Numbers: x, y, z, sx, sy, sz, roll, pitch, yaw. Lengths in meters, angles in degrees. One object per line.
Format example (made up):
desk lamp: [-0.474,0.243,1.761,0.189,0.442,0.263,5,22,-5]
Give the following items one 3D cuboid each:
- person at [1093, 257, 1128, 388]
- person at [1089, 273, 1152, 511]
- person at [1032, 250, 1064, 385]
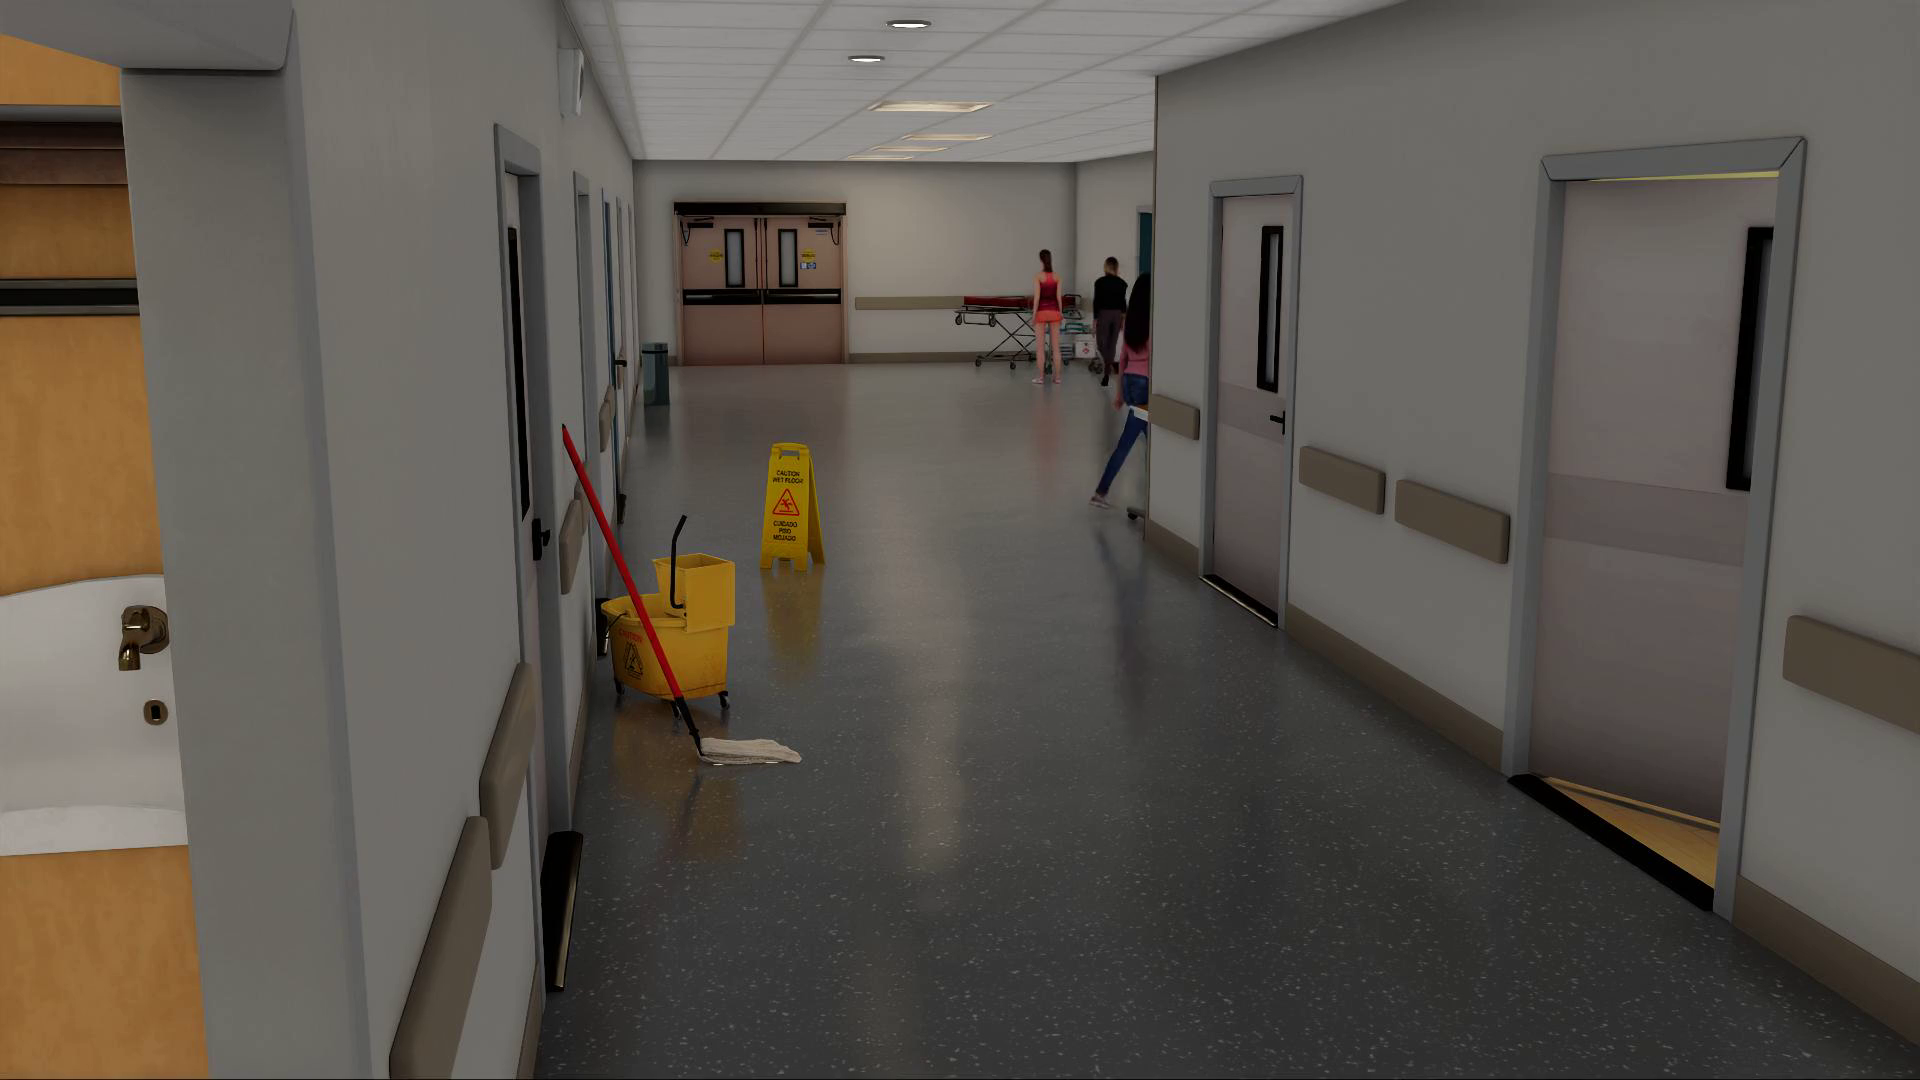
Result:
person: [1.910,-2.721,20.992,0.674,1.648,1.005,-3,11,-17]
person: [1.237,-1.012,11.894,1.016,1.684,1.199,-9,14,-38]
person: [1.140,-2.943,21.891,0.586,1.750,0.541,-3,11,-17]
